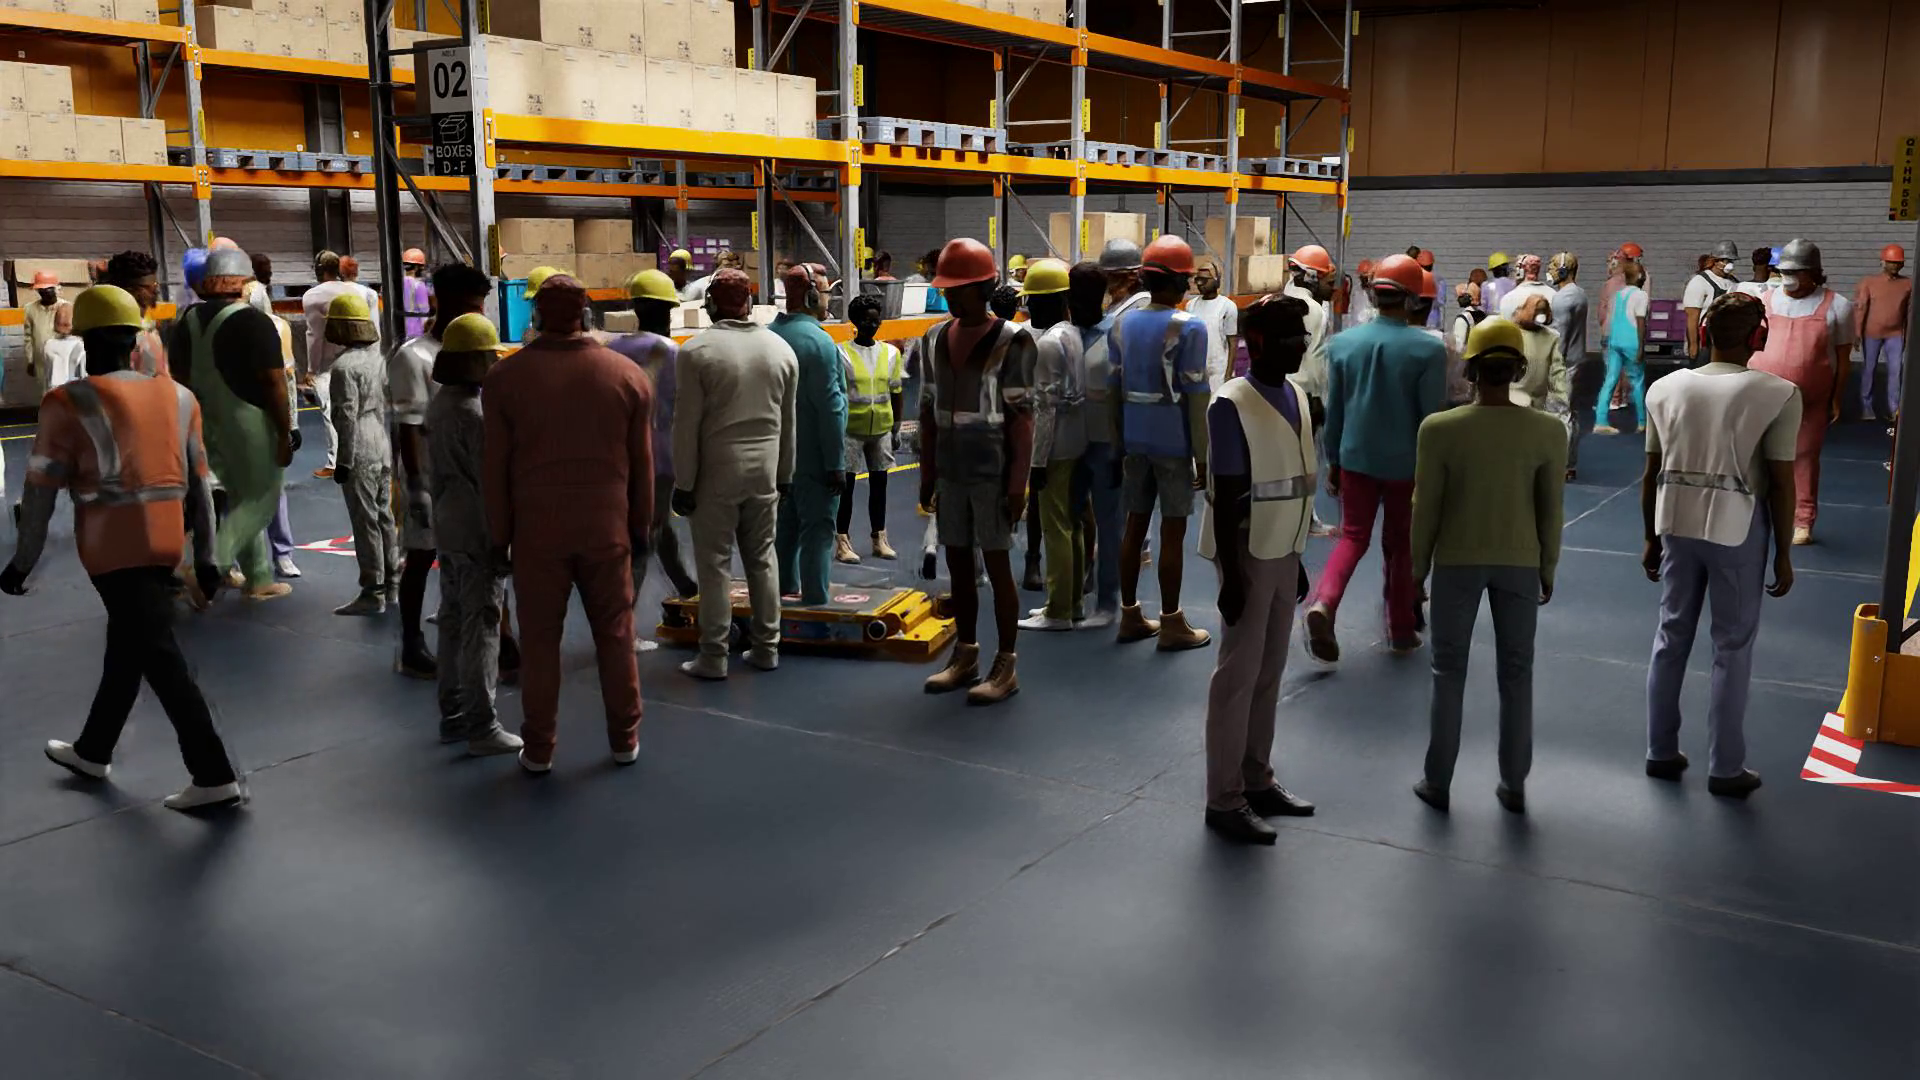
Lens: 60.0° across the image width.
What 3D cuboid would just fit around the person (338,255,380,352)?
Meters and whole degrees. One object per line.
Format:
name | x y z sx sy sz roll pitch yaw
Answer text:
person | -6.291 -2.004 17.211 0.590 1.868 0.594 -6 12 -31

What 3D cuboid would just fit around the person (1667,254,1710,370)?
person | 11.087 -3.406 25.134 0.747 1.821 0.571 7 13 35

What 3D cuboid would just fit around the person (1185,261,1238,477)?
person | 2.063 -1.398 13.918 0.512 1.845 0.340 9 13 40

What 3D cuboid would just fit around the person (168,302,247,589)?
person | -4.483 -0.550 9.682 0.657 1.674 0.540 1 10 8

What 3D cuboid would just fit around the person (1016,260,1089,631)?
person | 0.479 -0.485 8.658 0.396 1.920 0.587 3 11 17

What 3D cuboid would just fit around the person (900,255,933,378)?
person | -0.585 -3.236 24.236 1.014 1.803 0.566 8 13 37

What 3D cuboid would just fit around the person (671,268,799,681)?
person | -1.056 -0.303 7.723 0.652 1.896 0.402 -9 14 -41

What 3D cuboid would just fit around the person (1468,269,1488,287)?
person | 7.069 -2.892 22.781 0.286 1.633 0.500 8 13 38

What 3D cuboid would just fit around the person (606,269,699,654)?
person | -1.474 -0.393 8.282 0.605 1.868 0.966 10 14 43

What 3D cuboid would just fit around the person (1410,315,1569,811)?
person | 1.861 0.089 5.914 0.525 1.762 0.340 1 10 8

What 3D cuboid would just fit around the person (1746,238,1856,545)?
person | 5.527 -0.985 11.086 0.684 2.000 0.535 7 12 34

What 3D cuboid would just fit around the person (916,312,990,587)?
person | -0.007 -0.510 9.596 0.537 1.625 0.438 5 11 24

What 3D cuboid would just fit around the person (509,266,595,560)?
person | -2.485 -0.751 10.284 0.599 1.862 1.013 6 12 29

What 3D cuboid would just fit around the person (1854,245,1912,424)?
person | 10.238 -2.265 18.398 0.652 1.951 0.970 3 11 16

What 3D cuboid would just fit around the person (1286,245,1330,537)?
person | 2.350 -1.018 11.425 0.390 1.986 0.609 -3 11 -15

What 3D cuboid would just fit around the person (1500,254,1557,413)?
person | 4.895 -1.521 14.463 0.647 1.900 0.400 -4 11 -22

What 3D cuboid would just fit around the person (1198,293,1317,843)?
person | 1.019 0.083 5.710 0.378 1.844 0.569 7 12 35

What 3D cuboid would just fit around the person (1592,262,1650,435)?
person | 6.986 -1.993 17.362 0.911 1.790 0.531 -5 11 -26

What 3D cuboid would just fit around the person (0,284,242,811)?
person | -2.995 0.029 5.968 1.028 1.865 0.600 4 11 20

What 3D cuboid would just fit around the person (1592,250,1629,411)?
person | 7.798 -2.496 19.833 0.402 1.906 0.651 9 14 41

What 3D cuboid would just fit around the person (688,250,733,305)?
person | -2.461 -1.962 16.826 0.653 1.922 0.450 -7 13 -35

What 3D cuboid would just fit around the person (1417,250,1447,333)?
person | 6.166 -2.906 22.123 0.569 1.902 0.784 3 11 18

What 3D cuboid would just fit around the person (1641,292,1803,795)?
person | 2.764 0.016 6.119 0.394 1.836 0.560 -8 13 -39

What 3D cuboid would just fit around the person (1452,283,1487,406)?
person | 4.711 -1.562 15.426 0.314 1.633 0.518 10 14 43

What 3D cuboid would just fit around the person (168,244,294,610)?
person | -3.978 -0.610 9.012 0.699 2.000 0.819 4 11 23

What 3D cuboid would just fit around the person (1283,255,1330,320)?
person | 3.707 -2.184 18.123 0.407 1.902 0.638 -7 12 -35

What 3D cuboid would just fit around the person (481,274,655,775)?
person | -1.492 -0.061 6.383 0.647 1.898 0.399 -4 11 -21

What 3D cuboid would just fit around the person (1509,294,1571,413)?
person | 4.436 -1.077 12.788 0.504 1.604 0.729 -3 11 -16

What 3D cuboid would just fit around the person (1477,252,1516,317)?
person | 6.571 -2.536 20.153 0.578 1.880 0.867 -3 11 -15

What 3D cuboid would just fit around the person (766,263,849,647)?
person | -0.753 -0.421 8.337 0.408 1.908 0.645 -8 13 -37

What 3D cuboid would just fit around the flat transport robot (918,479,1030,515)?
flat transport robot | 0.334 -0.355 12.502 0.652 0.197 1.431 6 12 30

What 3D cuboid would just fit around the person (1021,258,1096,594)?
person | 0.551 -0.637 9.527 0.550 1.923 0.445 5 12 27

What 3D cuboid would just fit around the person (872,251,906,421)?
person | -0.794 -2.098 17.632 0.597 1.909 0.405 -9 14 -41

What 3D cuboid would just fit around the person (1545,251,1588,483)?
person | 5.048 -1.440 13.934 0.367 1.932 0.622 5 12 28

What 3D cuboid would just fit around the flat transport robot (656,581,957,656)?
flat transport robot | -0.752 0.377 8.445 1.431 0.197 0.652 3 11 15

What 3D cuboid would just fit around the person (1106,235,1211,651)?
person | 1.011 -0.474 8.255 0.382 2.040 0.616 -9 14 -42

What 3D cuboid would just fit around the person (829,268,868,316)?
person | -1.140 -2.187 18.134 0.598 1.907 0.409 -5 11 -25

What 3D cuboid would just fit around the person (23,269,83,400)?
person | -8.861 -1.769 16.259 0.569 1.743 0.357 0 10 1

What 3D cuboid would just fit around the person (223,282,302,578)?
person | -4.232 -0.703 9.884 0.592 1.915 0.391 -7 13 -35

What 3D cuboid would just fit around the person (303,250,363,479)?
person | -5.316 -1.484 14.135 0.361 1.938 0.635 4 11 22

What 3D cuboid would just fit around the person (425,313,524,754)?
person | -1.925 -0.022 6.615 0.328 1.739 0.516 -9 14 -42

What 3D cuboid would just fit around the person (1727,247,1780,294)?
person | 7.810 -1.893 16.367 0.369 1.958 0.598 -8 13 -39

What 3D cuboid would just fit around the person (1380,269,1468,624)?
person | 2.438 -0.520 8.960 0.571 1.887 1.009 3 11 14

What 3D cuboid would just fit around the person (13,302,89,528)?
person | -6.073 -0.806 11.279 0.521 1.613 0.693 4 11 22

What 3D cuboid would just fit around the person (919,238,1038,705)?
person | 0.049 -0.297 7.311 0.607 2.034 0.408 8 13 39

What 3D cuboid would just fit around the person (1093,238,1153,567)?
person | 0.975 -0.848 10.327 0.536 2.000 0.688 -2 10 -9

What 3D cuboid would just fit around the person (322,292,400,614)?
person | -3.274 -0.467 9.047 0.295 1.744 0.484 1 10 3

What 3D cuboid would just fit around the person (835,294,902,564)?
person | -0.601 -0.693 10.455 0.529 1.689 0.321 -5 11 -25

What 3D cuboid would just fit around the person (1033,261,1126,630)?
person | 0.700 -0.489 8.692 0.615 1.915 0.411 10 14 44

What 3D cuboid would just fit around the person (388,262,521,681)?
person | -2.243 -0.282 7.532 0.948 1.907 0.689 5 11 26

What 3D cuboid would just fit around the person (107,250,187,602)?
person | -4.599 -0.636 9.370 0.365 1.962 0.608 -3 11 -15

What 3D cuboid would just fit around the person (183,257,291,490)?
person | -5.737 -1.294 13.235 0.397 1.900 0.746 9 13 40

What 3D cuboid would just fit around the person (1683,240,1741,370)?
person | 7.753 -2.057 17.030 0.681 2.000 0.535 -5 11 -24

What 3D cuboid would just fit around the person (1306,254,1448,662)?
person | 1.985 -0.371 7.933 0.621 1.970 0.831 7 13 36
